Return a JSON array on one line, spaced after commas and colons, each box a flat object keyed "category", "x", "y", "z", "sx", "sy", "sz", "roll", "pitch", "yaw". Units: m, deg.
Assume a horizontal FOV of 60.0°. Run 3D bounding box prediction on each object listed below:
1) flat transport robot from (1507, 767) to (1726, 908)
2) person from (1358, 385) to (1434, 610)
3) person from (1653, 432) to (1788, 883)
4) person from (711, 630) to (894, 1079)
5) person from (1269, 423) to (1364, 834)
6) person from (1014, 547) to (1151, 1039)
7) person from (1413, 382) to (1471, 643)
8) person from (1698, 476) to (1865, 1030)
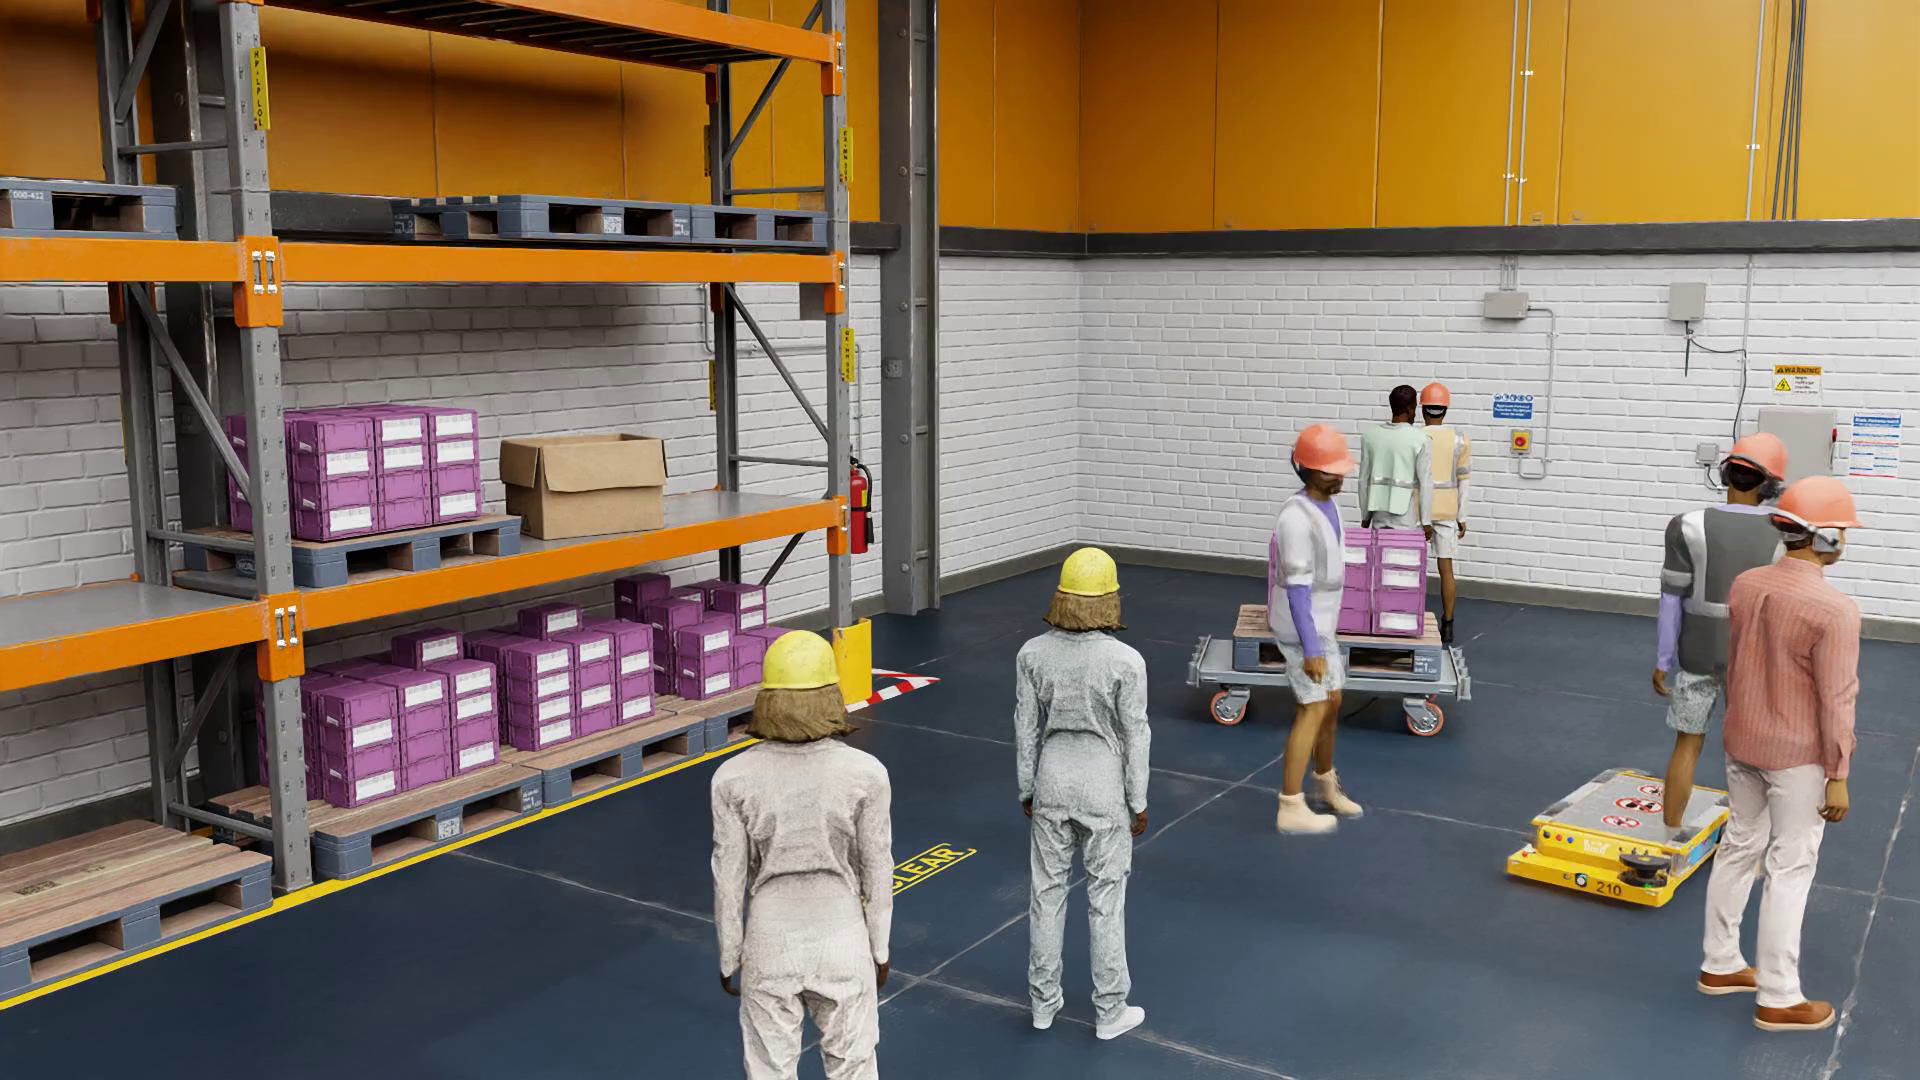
[{"category": "flat transport robot", "x": 3.133, "y": 1.343, "z": 7.715, "sx": 0.652, "sy": 0.197, "sz": 1.431, "roll": 7, "pitch": 11, "yaw": 39}, {"category": "person", "x": 3.229, "y": -0.192, "z": 12.362, "sx": 0.379, "sy": 1.917, "sz": 0.591, "roll": -8, "pitch": 12, "yaw": -43}, {"category": "person", "x": 3.421, "y": 0.529, "z": 7.389, "sx": 0.615, "sy": 2.027, "sz": 0.410, "roll": 3, "pitch": 9, "yaw": 21}, {"category": "person", "x": -0.419, "y": 1.106, "z": 4.512, "sx": 0.483, "sy": 1.738, "sz": 0.313, "roll": -1, "pitch": 9, "yaw": -4}, {"category": "person", "x": 1.730, "y": 0.422, "z": 8.076, "sx": 0.418, "sy": 2.021, "sz": 0.645, "roll": 5, "pitch": 10, "yaw": 28}, {"category": "person", "x": 0.440, "y": 0.889, "z": 5.898, "sx": 0.493, "sy": 1.743, "sz": 0.299, "roll": 4, "pitch": 10, "yaw": 24}, {"category": "person", "x": 3.492, "y": -0.202, "z": 12.363, "sx": 0.550, "sy": 1.935, "sz": 0.376, "roll": 0, "pitch": 9, "yaw": 2}, {"category": "person", "x": 2.998, "y": 0.756, "z": 6.003, "sx": 0.415, "sy": 1.986, "sz": 0.610, "roll": -2, "pitch": 9, "yaw": -12}]
